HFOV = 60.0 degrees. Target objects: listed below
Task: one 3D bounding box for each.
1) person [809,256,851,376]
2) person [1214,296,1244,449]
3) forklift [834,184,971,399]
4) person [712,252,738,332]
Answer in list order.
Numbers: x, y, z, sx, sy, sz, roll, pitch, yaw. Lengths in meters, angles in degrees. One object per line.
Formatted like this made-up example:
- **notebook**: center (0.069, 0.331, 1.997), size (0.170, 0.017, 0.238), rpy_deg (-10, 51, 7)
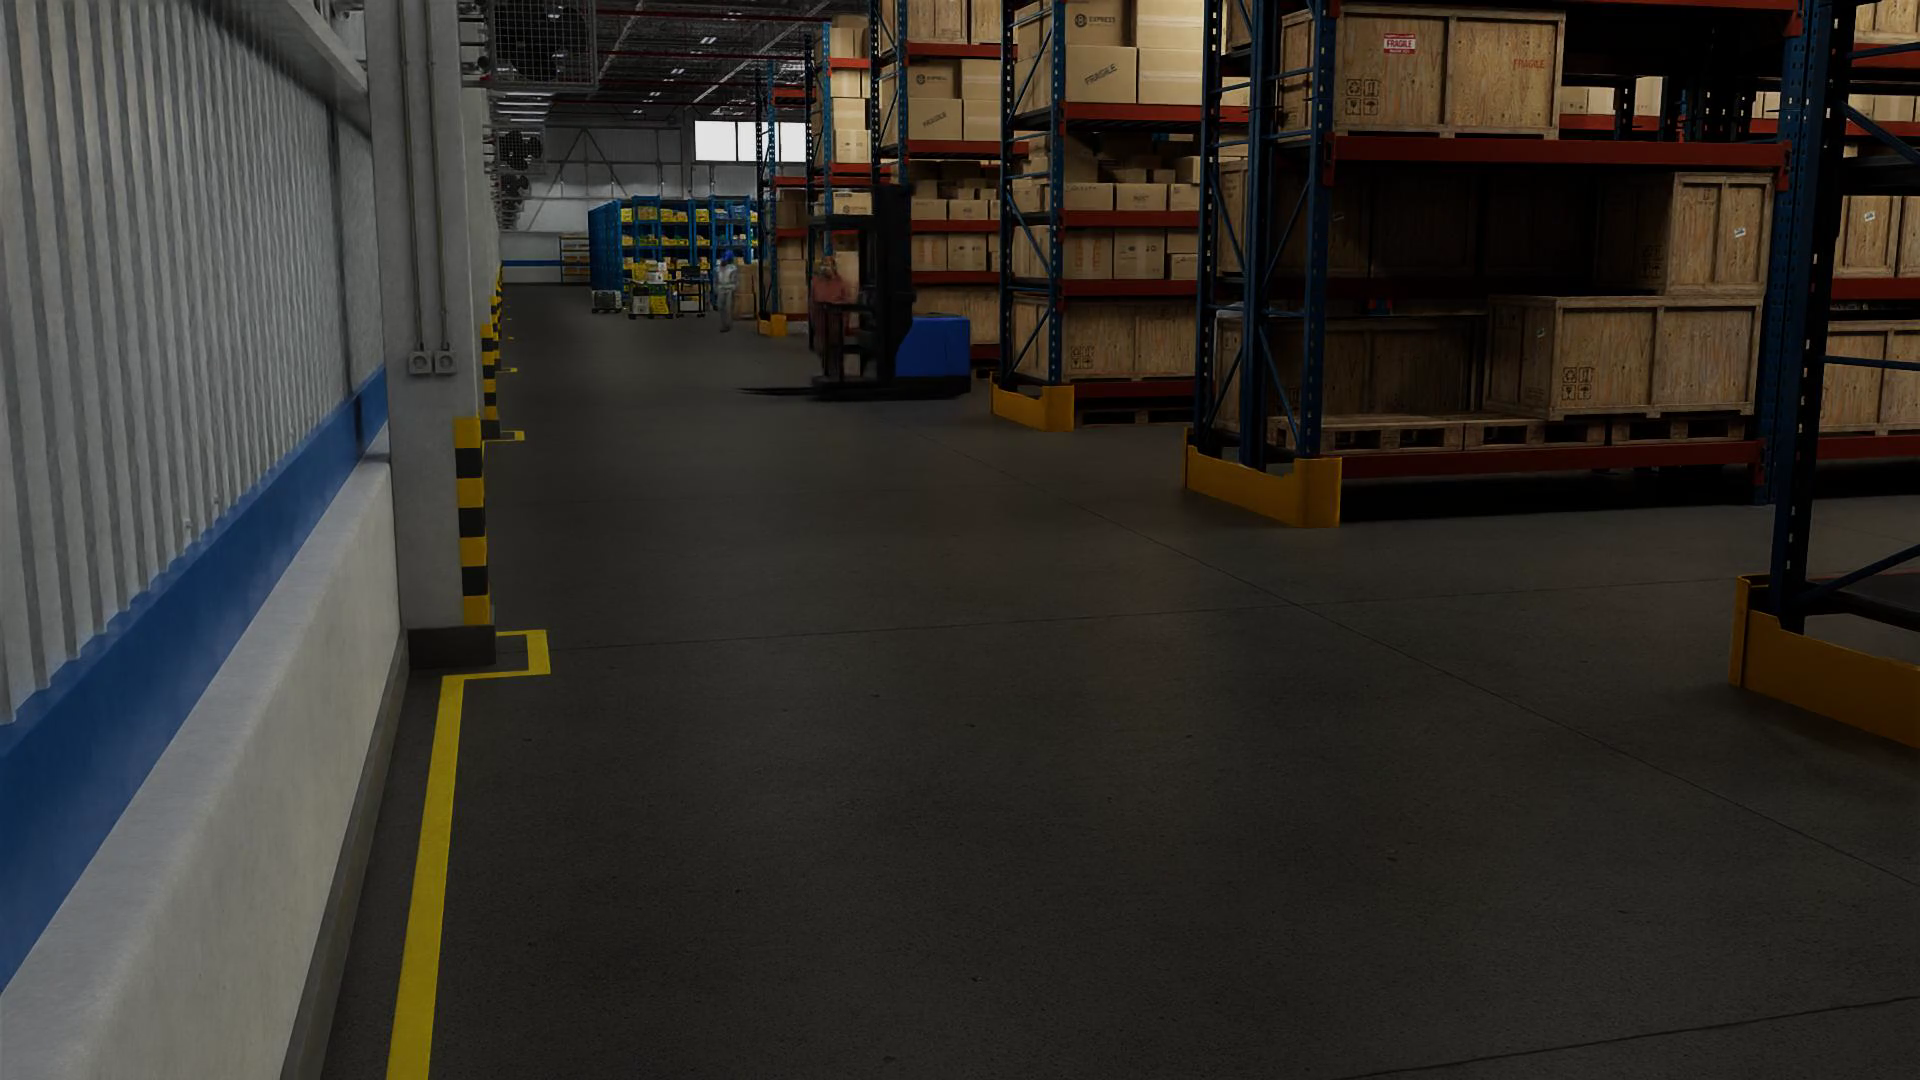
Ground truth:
- **person**: center (-1.877, -3.146, 23.981), size (0.660, 1.890, 0.441), rpy_deg (3, 10, 15)
- **person**: center (2.829, -1.784, 16.661), size (0.560, 1.753, 0.327), rpy_deg (3, 10, 16)
- **forklift**: center (-0.864, -3.326, 22.207), size (1.873, 2.768, 1.129), rpy_deg (-3, 10, -15)
- **person**: center (-5.543, -5.837, 39.262), size (0.629, 1.882, 0.814), rpy_deg (1, 10, 6)
